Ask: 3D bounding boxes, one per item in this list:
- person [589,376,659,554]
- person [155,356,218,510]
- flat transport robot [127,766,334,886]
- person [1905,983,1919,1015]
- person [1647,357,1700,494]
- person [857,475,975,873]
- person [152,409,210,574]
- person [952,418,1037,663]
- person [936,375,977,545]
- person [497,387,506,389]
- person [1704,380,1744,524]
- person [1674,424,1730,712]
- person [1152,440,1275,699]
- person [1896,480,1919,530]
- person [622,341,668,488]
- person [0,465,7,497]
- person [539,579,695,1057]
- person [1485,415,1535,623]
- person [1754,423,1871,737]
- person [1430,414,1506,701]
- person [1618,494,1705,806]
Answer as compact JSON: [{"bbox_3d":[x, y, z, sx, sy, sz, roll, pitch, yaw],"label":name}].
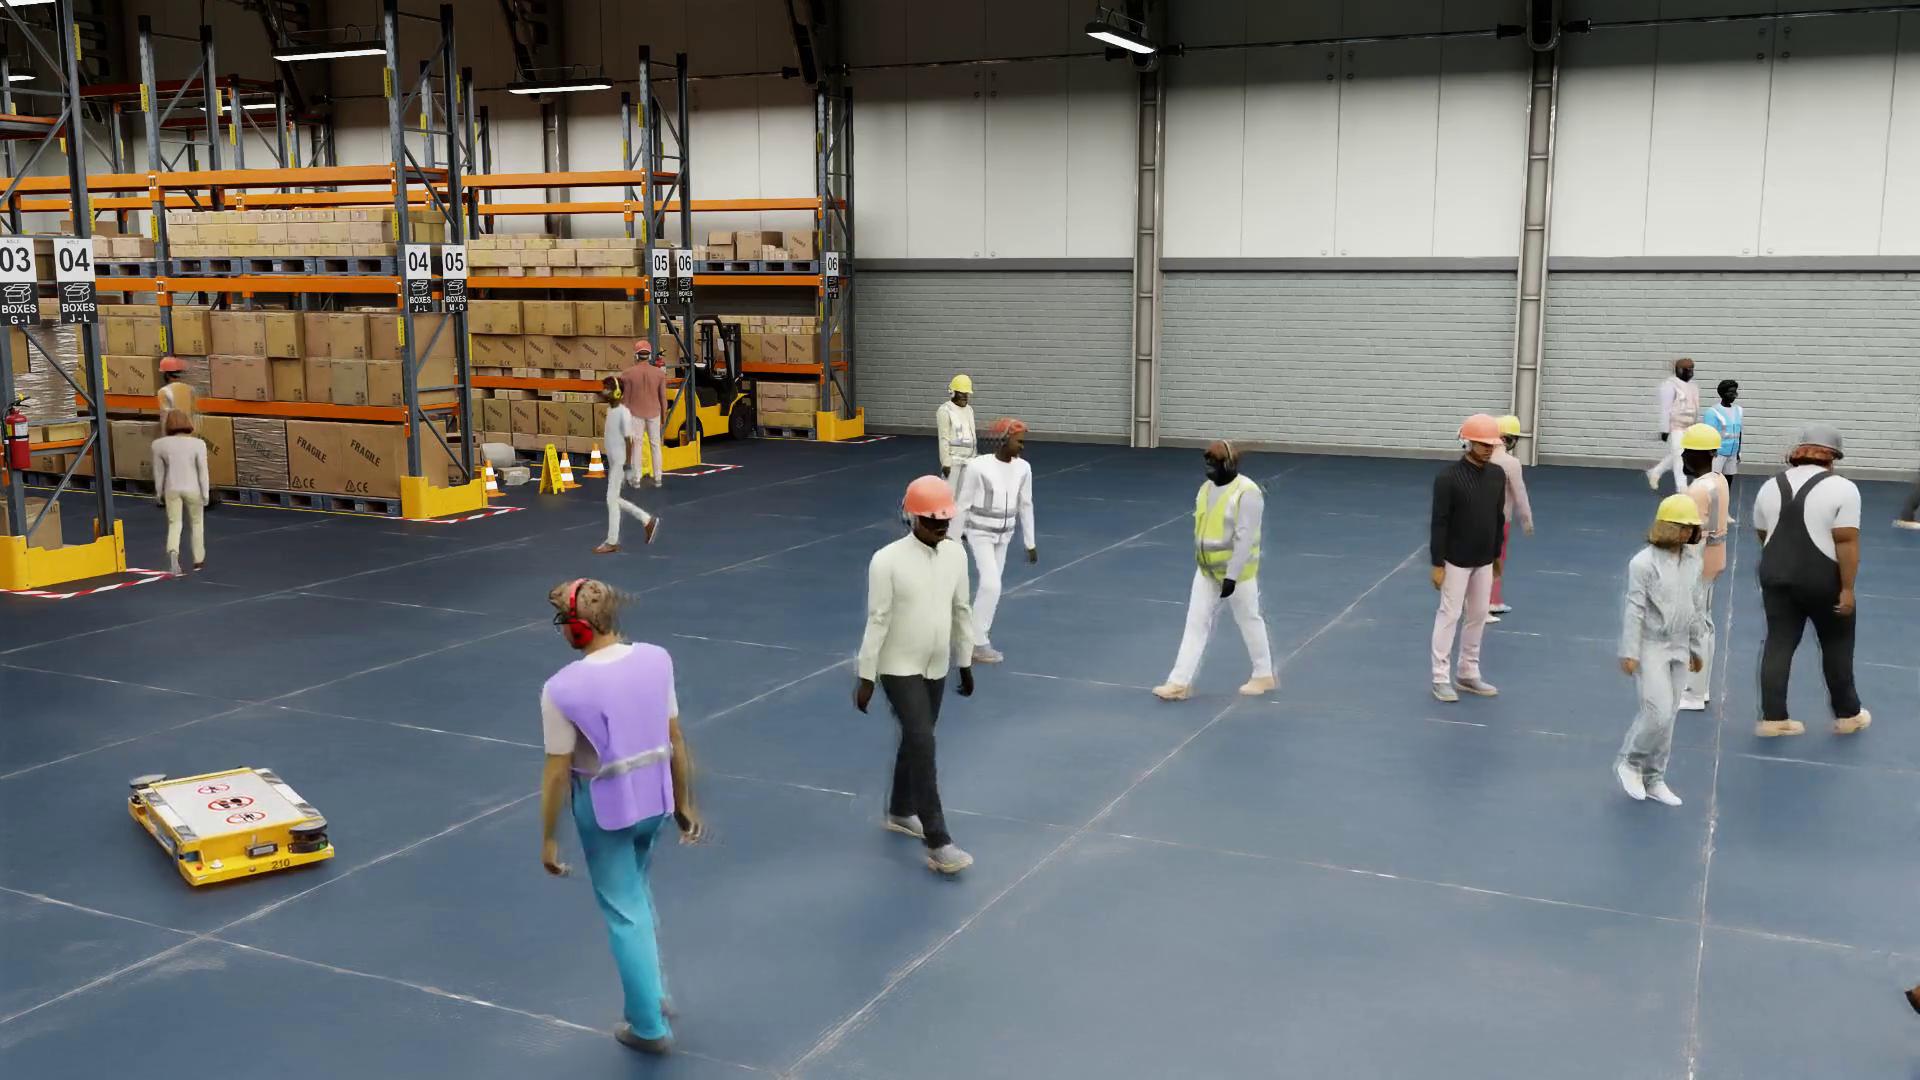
[{"bbox_3d":[-3.527,-0.792,17.344,0.702,1.856,0.524,-5,10,-28],"label":"person"},{"bbox_3d":[-9.505,-1.295,20.307,0.988,1.900,0.553,5,10,27],"label":"person"},{"bbox_3d":[-3.782,1.428,8.567,0.652,0.197,1.431,-7,12,-37],"label":"flat transport robot"},{"bbox_3d":[3.877,1.011,6.140,0.428,1.895,0.667,3,10,19],"label":"person"},{"bbox_3d":[9.287,-1.466,21.586,0.631,1.821,0.770,-6,11,-33],"label":"person"},{"bbox_3d":[-0.145,0.647,8.270,0.678,1.934,0.993,-9,13,-43],"label":"person"},{"bbox_3d":[-7.520,-0.462,16.065,0.499,1.608,0.684,-2,10,-15],"label":"person"},{"bbox_3d":[0.240,0.001,12.507,0.600,1.839,0.581,-8,12,-40],"label":"person"},{"bbox_3d":[-0.019,-0.862,17.865,0.404,1.822,0.592,6,11,31],"label":"person"},{"bbox_3d":[-7.914,-2.399,27.961,0.803,1.609,0.520,5,11,30],"label":"person"},{"bbox_3d":[8.797,-1.012,19.193,0.530,1.689,0.321,-4,10,-22],"label":"person"},{"bbox_3d":[4.916,0.185,11.127,0.366,1.927,0.585,6,11,34],"label":"person"},{"bbox_3d":[1.801,0.213,11.390,0.946,1.795,0.623,-6,11,-33],"label":"person"},{"bbox_3d":[11.053,-0.964,18.571,0.991,1.792,0.531,6,11,34],"label":"person"},{"bbox_3d":[-4.257,-1.697,22.488,0.609,1.986,0.401,-4,10,-22],"label":"person"},{"bbox_3d":[-11.563,-1.262,20.132,0.919,1.890,0.591,8,12,41],"label":"person"},{"bbox_3d":[-1.311,1.034,6.236,0.565,1.816,0.604,8,12,40],"label":"person"},{"bbox_3d":[4.551,-0.170,13.897,0.681,1.732,0.541,-3,10,-17],"label":"person"},{"bbox_3d":[5.446,0.223,10.544,0.891,2.000,0.747,-6,11,-31],"label":"person"},{"bbox_3d":[3.489,0.125,11.349,0.635,1.982,0.428,-5,11,-29],"label":"person"},{"bbox_3d":[3.884,0.606,9.112,0.505,1.730,0.354,-4,10,-24],"label":"person"}]
